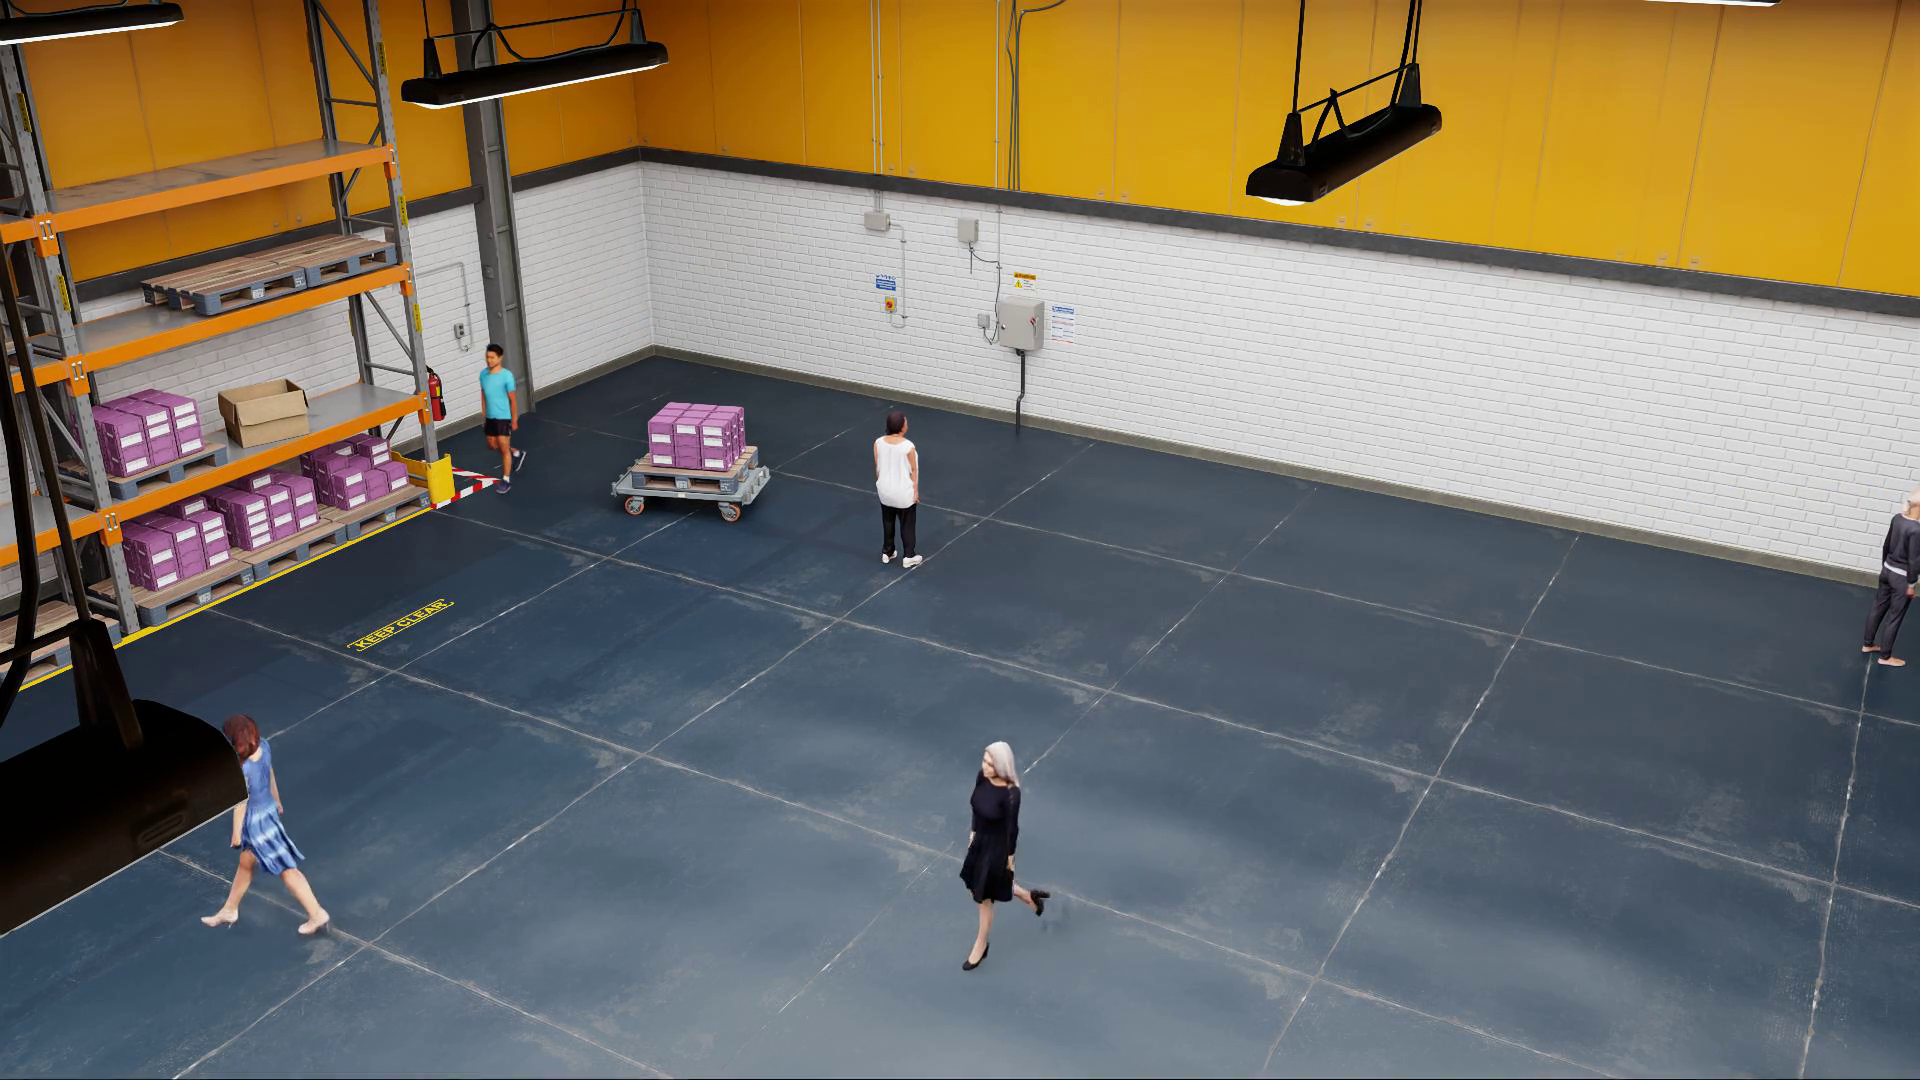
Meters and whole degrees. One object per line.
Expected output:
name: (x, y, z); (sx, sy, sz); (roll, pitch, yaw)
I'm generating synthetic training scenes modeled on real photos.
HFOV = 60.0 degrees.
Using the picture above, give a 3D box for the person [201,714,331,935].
person: (-4.755, 2.035, 11.528); (1.113, 1.748, 1.148); (-3, 24, -6)

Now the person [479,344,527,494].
person: (-5.349, -1.463, 19.516); (0.691, 1.762, 0.923); (10, 25, 21)

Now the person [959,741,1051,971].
person: (0.289, 2.117, 11.368); (1.050, 1.727, 0.874); (-15, 28, -30)

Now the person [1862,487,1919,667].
person: (8.747, 0.313, 15.494); (0.744, 1.728, 0.643); (-2, 24, -4)

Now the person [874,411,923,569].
person: (-0.649, -0.552, 17.523); (0.646, 1.687, 0.592); (14, 27, 28)
